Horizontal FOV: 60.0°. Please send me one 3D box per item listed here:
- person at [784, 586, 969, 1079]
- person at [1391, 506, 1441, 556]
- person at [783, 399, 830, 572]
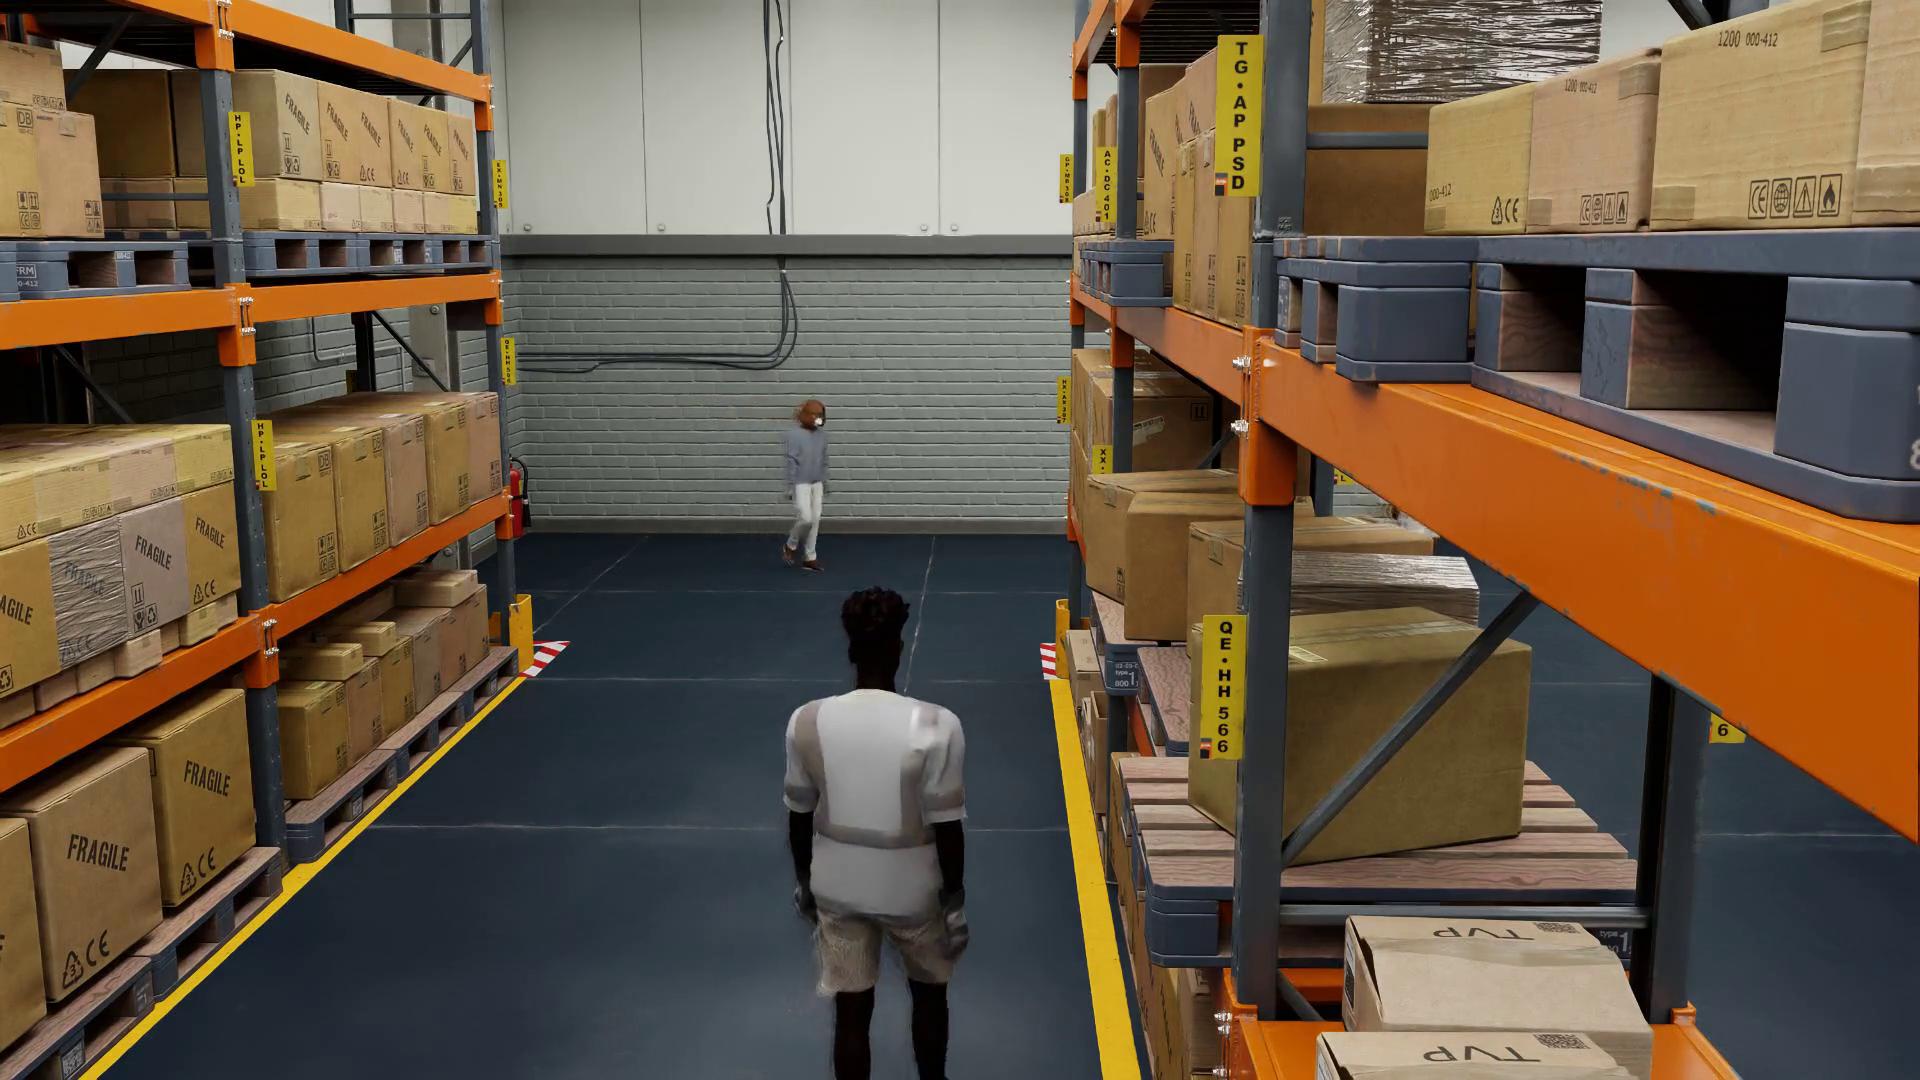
[{"bbox_3d":[-0.234,1.096,5.488,0.642,1.947,0.709,3,10,15],"label":"person"},{"bbox_3d":[3.878,-0.328,13.691,0.602,1.889,0.500,-6,12,-32],"label":"person"},{"bbox_3d":[-1.407,-0.509,15.450,0.382,1.615,0.512,9,14,42],"label":"person"}]
